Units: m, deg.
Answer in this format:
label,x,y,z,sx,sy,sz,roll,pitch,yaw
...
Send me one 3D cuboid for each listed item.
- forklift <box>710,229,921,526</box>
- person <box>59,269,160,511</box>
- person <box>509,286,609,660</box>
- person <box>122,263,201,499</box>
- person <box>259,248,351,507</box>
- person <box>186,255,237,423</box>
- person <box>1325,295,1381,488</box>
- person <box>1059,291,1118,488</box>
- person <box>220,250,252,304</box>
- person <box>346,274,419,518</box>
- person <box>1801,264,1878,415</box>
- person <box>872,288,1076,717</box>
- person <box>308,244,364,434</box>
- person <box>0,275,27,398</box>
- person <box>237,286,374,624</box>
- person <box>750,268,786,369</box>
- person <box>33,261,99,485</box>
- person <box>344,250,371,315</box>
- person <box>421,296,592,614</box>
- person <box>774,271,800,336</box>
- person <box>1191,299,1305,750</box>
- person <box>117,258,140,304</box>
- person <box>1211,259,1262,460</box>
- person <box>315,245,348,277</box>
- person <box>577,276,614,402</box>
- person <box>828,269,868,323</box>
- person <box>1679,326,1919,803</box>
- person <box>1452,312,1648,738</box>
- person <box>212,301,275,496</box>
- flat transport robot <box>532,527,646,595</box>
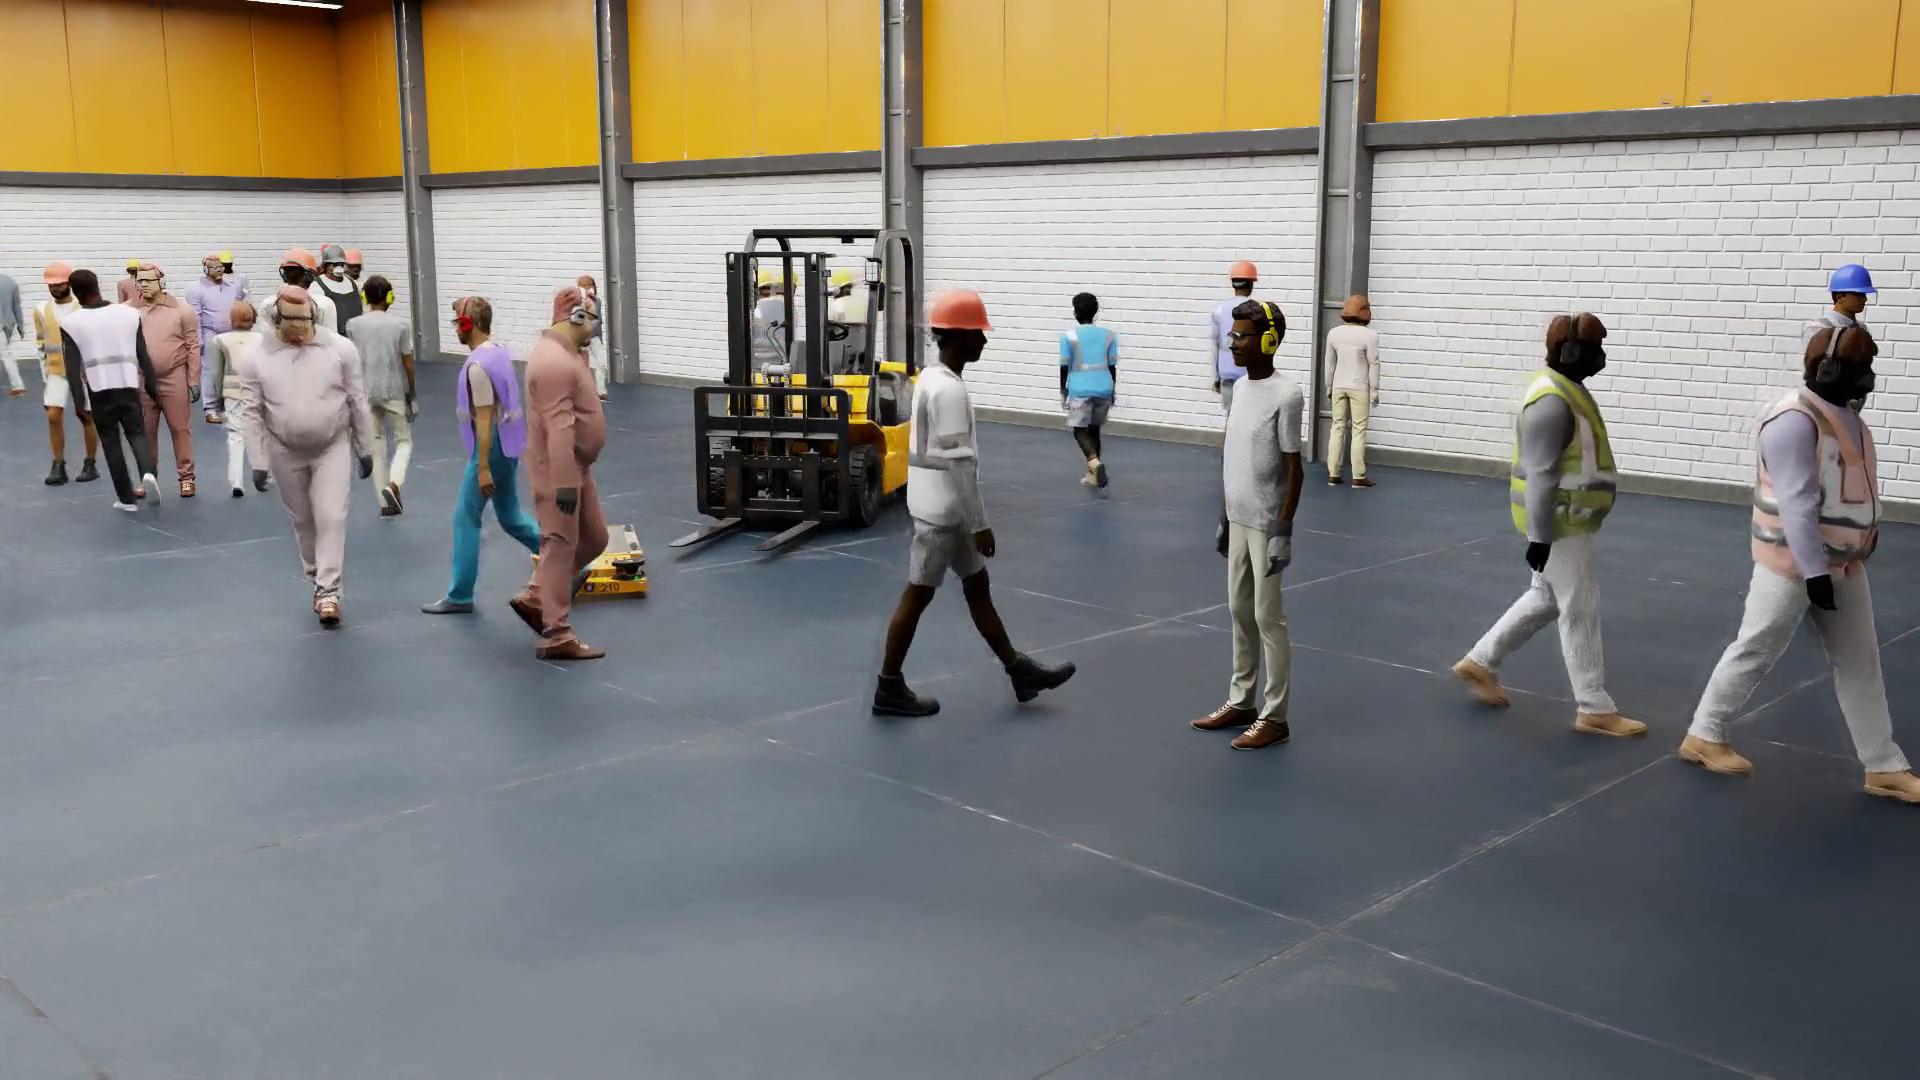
label,x,y,z,sx,sy,sz,roll,pitch,yaw
forklift,-1.050,-1.319,12.920,1.214,2.155,2.313,2,11,13
person,-6.464,-1.129,12.735,0.679,1.880,0.567,-9,14,-41
person,-2.034,-0.338,8.436,0.481,1.880,0.732,-1,10,-5
person,-6.522,-1.286,13.524,0.651,1.907,0.409,-2,11,-11
person,-5.068,-1.235,12.899,0.605,2.035,0.385,0,10,1
person,-8.473,-2.294,19.019,0.409,1.907,0.649,5,12,26
person,3.336,-1.261,14.132,0.507,1.631,0.276,10,14,43
person,1.106,-1.225,13.856,0.536,1.677,0.691,-3,11,-18
person,-11.394,-3.575,26.009,0.605,1.906,0.464,-6,12,-29
person,-4.328,-1.057,12.451,0.503,1.849,0.503,-1,10,-3
person,5.613,-0.788,10.692,0.605,1.949,0.401,-7,12,-33
person,0.057,-0.145,7.323,0.995,1.887,0.570,-1,10,-3
person,-6.535,-2.096,17.575,0.537,2.000,0.682,8,13,37
person,-12.728,-2.816,21.957,1.037,1.880,0.651,5,11,23
person,-3.584,-0.457,9.143,0.662,1.848,0.927,-3,11,-14
person,-1.895,-1.670,15.855,0.625,1.814,0.515,-10,14,-44
person,-7.627,-1.415,14.217,0.551,1.907,0.754,-2,11,-10
person,-7.493,-2.632,20.763,0.642,1.937,1.008,-9,14,-41
person,-2.586,-0.476,9.392,0.886,1.805,0.591,-1,10,-5
person,-1.955,-2.193,18.917,0.298,1.743,0.484,-1,10,-6
person,1.224,-0.064,6.960,0.325,1.871,0.524,-4,11,-22
person,-12.892,-3.521,26.084,0.530,1.772,0.303,-3,11,-17
person,2.412,-1.449,14.343,0.576,1.924,0.449,8,13,39
person,-10.981,-4.152,28.990,0.647,1.957,0.835,-10,14,-43
person,-4.661,-2.531,21.091,0.644,1.609,0.533,9,13,39
person,-1.200,-1.923,17.347,0.594,1.783,0.943,-8,13,-37
person,3.284,0.086,6.372,0.629,1.802,0.928,-7,13,-35
person,2.590,-0.085,7.230,0.831,1.817,0.642,5,12,27
person,-5.915,-1.176,13.779,0.529,1.594,0.885,-3,11,-14
flat transport robot,-2.338,0.108,10.386,0.652,0.197,1.431,-3,11,-14
